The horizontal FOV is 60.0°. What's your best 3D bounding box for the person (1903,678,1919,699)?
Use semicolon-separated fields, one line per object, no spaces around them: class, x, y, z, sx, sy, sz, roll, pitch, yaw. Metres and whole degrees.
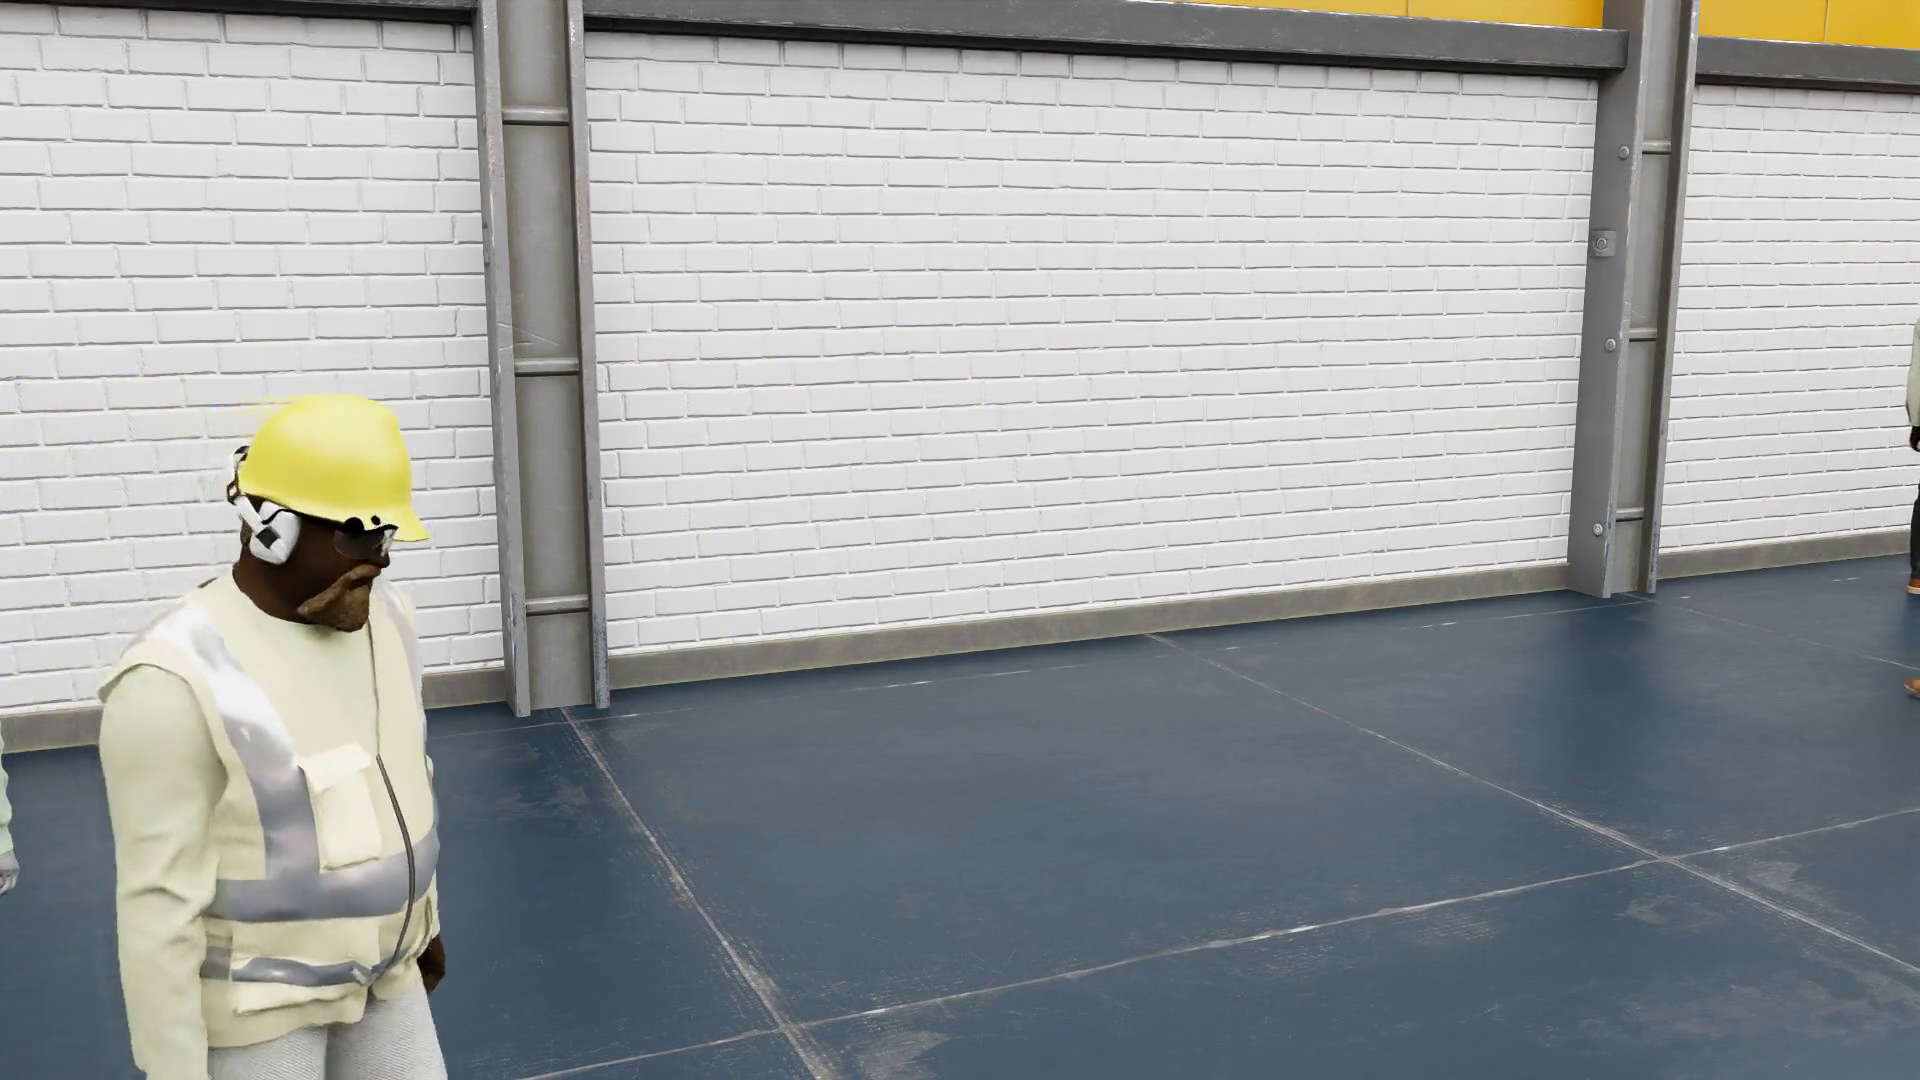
person;4.509;-0.225;7.182;0.759;1.916;0.621;9;14;42

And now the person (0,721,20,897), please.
person;-2.169;0.607;3.377;0.507;1.631;0.266;1;10;5

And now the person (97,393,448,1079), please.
person;-1.031;0.669;2.582;0.520;1.797;0.671;3;11;17

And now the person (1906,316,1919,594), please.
person;5.641;-0.656;9.338;0.382;1.996;0.608;-7;12;-34
